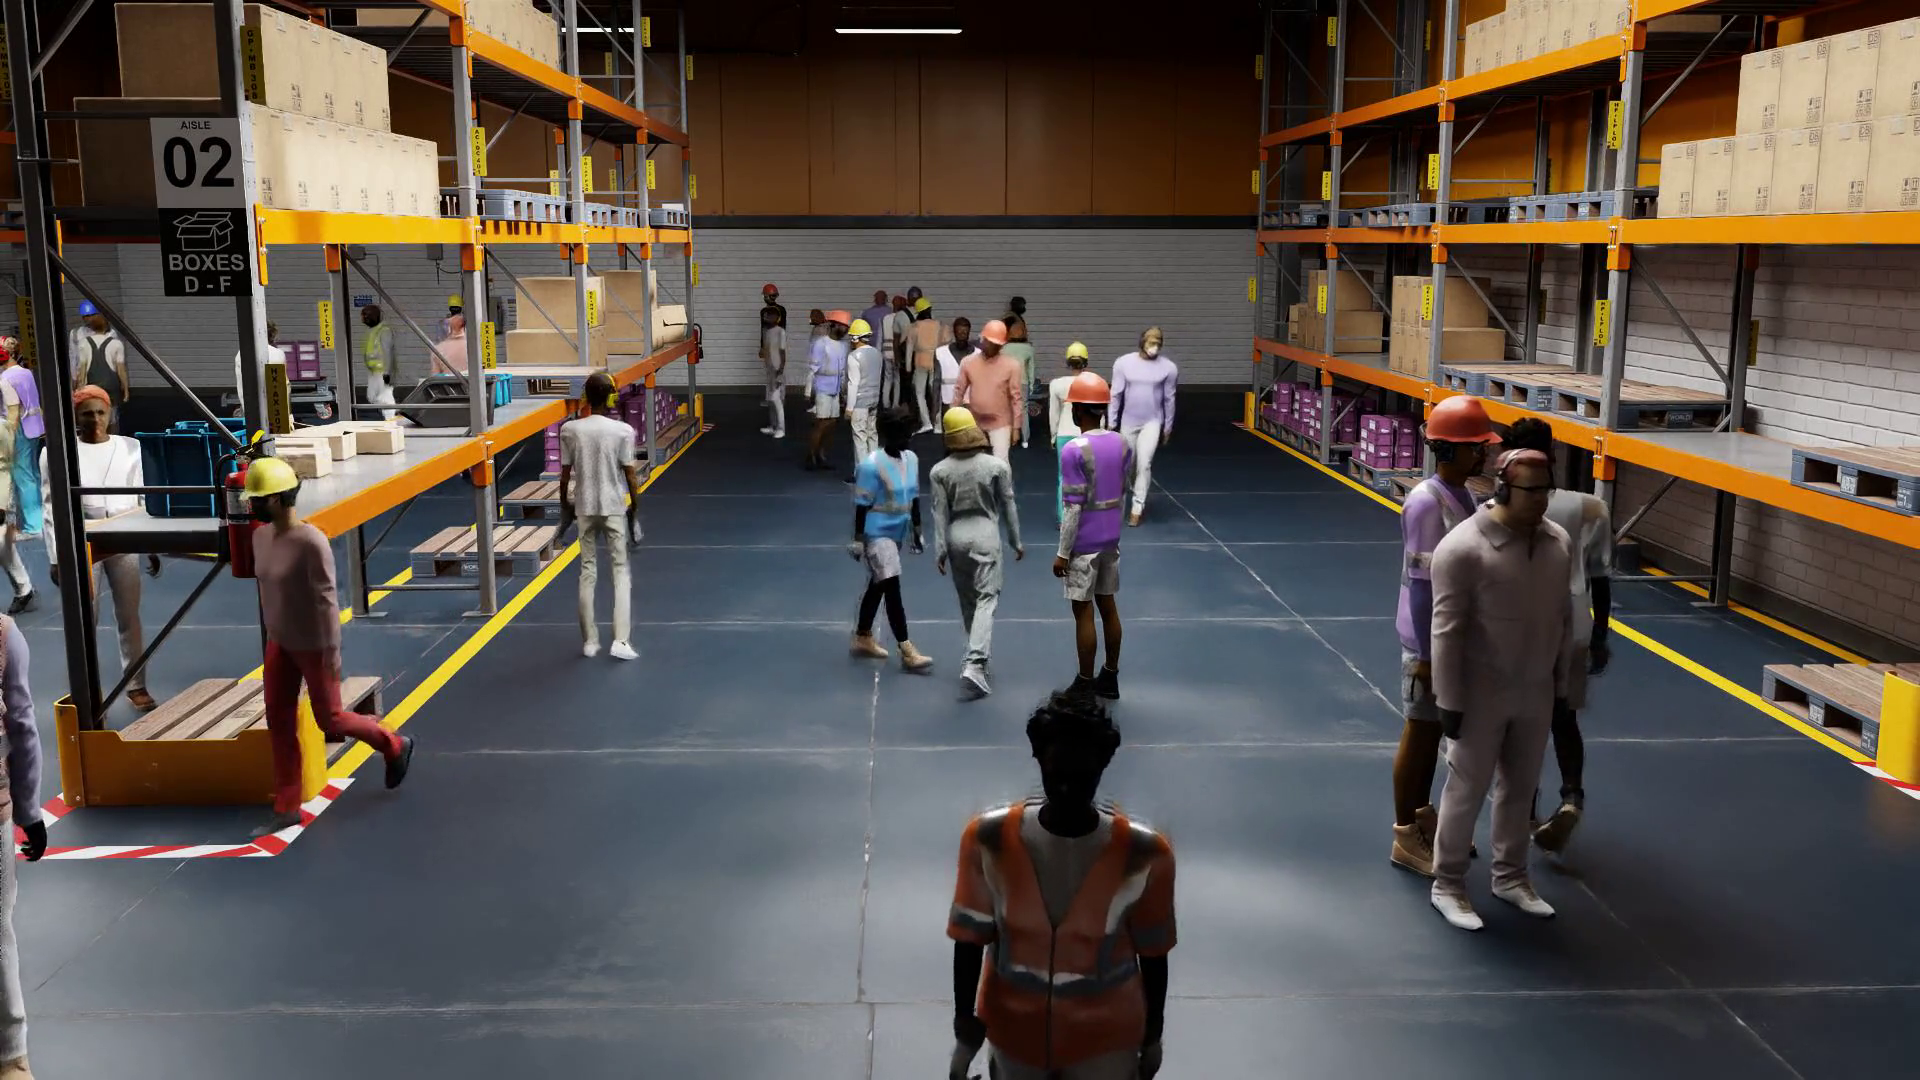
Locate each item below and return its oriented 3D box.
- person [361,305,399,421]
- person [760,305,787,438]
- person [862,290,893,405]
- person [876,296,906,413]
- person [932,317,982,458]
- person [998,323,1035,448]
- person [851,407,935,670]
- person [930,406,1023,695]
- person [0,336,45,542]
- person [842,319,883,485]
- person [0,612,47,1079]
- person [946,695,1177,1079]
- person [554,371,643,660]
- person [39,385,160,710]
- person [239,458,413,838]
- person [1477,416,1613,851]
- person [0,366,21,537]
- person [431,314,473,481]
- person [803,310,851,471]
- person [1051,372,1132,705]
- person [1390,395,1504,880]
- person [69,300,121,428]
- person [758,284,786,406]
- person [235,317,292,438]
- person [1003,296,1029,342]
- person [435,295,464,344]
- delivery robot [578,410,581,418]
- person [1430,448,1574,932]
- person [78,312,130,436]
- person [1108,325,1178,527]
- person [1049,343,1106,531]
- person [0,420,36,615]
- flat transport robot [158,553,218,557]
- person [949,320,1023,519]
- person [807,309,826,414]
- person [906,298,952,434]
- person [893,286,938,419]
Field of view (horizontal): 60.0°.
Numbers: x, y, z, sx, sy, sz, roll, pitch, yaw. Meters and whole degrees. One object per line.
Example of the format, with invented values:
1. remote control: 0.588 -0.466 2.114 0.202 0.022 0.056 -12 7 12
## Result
1. person: -7.999 -2.335 22.963 0.439 1.821 0.672 -9 13 -40
2. person: -2.576 -2.312 22.828 0.439 1.829 0.685 -8 13 -38
3. person: -1.270 -3.200 27.661 0.660 1.871 0.924 1 10 5
4. person: -0.992 -2.816 25.566 0.684 1.861 0.722 6 12 31
5. person: -0.002 -1.456 17.878 0.591 1.891 0.825 0 10 2
6. person: 0.737 -2.009 21.705 0.494 1.623 0.293 -2 10 -12
7. person: -0.408 -0.010 10.470 0.835 1.647 0.532 6 12 31
8. person: 0.072 0.048 10.031 0.539 1.687 0.852 2 10 11
9. person: -8.425 -0.905 14.932 0.384 1.845 0.565 -2 10 -13
10. person: -1.095 -1.514 18.361 0.403 1.833 0.586 5 12 28
11. person: -3.160 0.864 5.095 0.637 1.842 0.429 -6 12 -31
12. person: 0.250 1.149 3.998 0.527 1.660 0.862 3 10 14
13. person: -2.348 -0.139 10.682 0.599 1.864 0.502 1 10 4
14. person: -4.863 0.062 9.435 0.583 1.883 0.337 -8 13 -39
15. person: -2.980 0.457 7.705 0.535 1.736 0.757 6 12 29
16. person: 2.581 0.422 7.363 0.644 1.921 0.833 1 10 8
17. person: -8.777 -0.961 14.990 0.638 1.936 0.356 -6 12 -32
18. person: -5.584 -1.597 18.685 0.646 1.882 0.789 0 10 1
19. person: -1.523 -1.747 19.484 0.543 1.890 0.563 7 12 34
20. person: 0.739 0.002 9.623 0.360 1.939 0.543 9 14 42
21. person: 2.067 0.404 7.088 0.387 2.045 0.605 6 12 31
22. person: -10.917 -2.047 21.011 0.611 1.947 0.388 -2 10 -9
23. person: -3.074 -3.182 27.200 0.379 1.996 0.611 6 12 30
24. person: -6.984 -1.284 16.782 0.637 1.938 0.355 5 11 24
25. person: 0.891 -2.965 26.474 0.455 1.817 0.729 3 10 14
26. person: -7.164 -2.533 23.769 0.585 1.929 0.371 -2 10 -13
27. delivery robot: -5.334 -1.974 24.221 0.477 0.478 0.707 4 11 20
28. person: 2.137 0.581 6.518 0.657 1.899 0.396 -4 11 -23
29. person: -10.383 -1.845 20.212 0.534 1.827 0.405 -3 11 -16
30. person: 1.764 -1.115 15.955 0.647 1.903 0.884 3 10 14
31. person: 1.096 -0.946 15.496 0.536 1.755 0.524 2 10 13
32. person: -6.888 -0.284 11.641 0.589 1.796 0.938 0 10 -2
33. flat transport robot: -6.143 0.016 14.186 1.431 0.197 0.652 5 11 26
34. person: 0.241 -1.103 15.727 0.755 1.965 0.583 4 11 21
35. person: -2.231 -2.798 26.066 0.278 1.634 0.498 -4 11 -23
36. person: -0.375 -2.416 23.215 0.767 1.903 0.456 -1 10 -6
37. person: -0.661 -2.830 25.113 0.695 2.000 0.536 0 10 0
